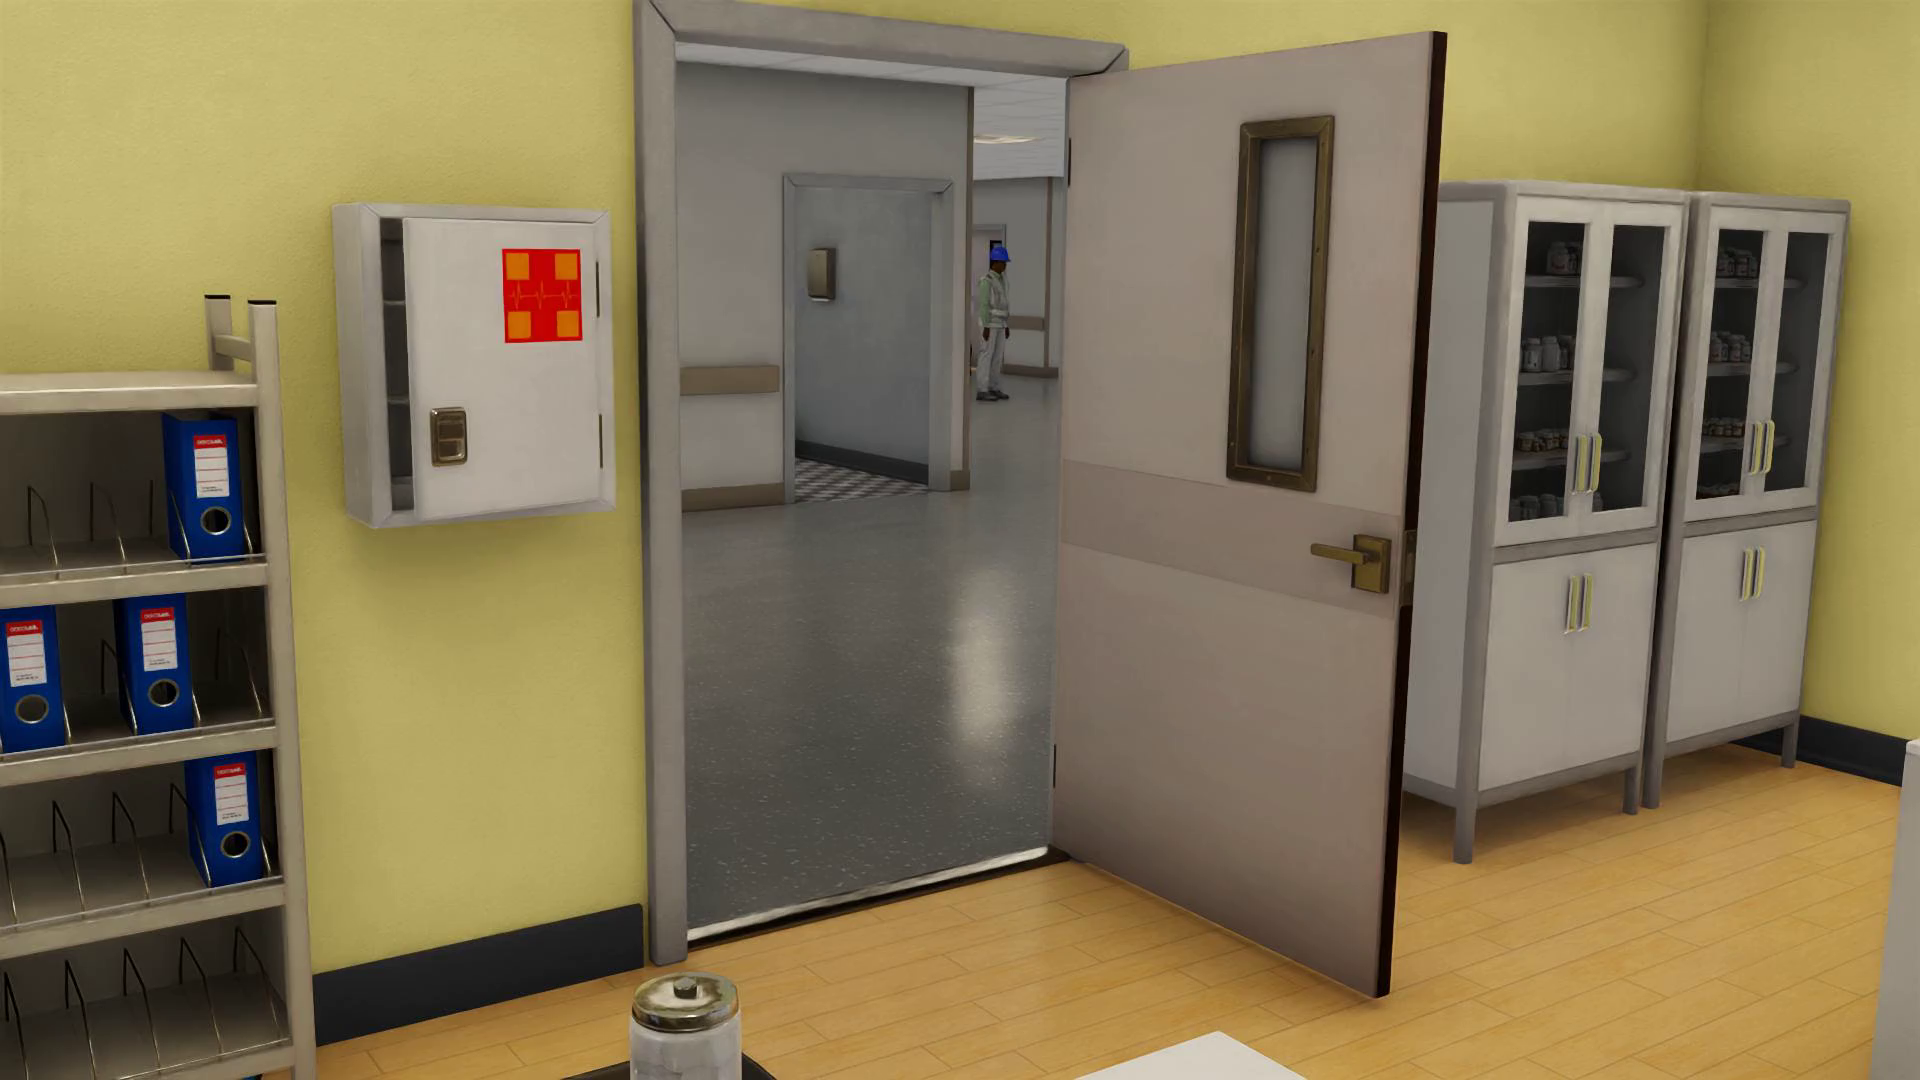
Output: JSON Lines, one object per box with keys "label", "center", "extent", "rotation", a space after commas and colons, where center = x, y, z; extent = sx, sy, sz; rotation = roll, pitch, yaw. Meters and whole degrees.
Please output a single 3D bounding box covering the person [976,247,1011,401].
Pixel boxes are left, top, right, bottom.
{"label": "person", "center": [0.443, -2.715, 20.960], "extent": [0.421, 1.939, 0.599], "rotation": [6, 11, 27]}
